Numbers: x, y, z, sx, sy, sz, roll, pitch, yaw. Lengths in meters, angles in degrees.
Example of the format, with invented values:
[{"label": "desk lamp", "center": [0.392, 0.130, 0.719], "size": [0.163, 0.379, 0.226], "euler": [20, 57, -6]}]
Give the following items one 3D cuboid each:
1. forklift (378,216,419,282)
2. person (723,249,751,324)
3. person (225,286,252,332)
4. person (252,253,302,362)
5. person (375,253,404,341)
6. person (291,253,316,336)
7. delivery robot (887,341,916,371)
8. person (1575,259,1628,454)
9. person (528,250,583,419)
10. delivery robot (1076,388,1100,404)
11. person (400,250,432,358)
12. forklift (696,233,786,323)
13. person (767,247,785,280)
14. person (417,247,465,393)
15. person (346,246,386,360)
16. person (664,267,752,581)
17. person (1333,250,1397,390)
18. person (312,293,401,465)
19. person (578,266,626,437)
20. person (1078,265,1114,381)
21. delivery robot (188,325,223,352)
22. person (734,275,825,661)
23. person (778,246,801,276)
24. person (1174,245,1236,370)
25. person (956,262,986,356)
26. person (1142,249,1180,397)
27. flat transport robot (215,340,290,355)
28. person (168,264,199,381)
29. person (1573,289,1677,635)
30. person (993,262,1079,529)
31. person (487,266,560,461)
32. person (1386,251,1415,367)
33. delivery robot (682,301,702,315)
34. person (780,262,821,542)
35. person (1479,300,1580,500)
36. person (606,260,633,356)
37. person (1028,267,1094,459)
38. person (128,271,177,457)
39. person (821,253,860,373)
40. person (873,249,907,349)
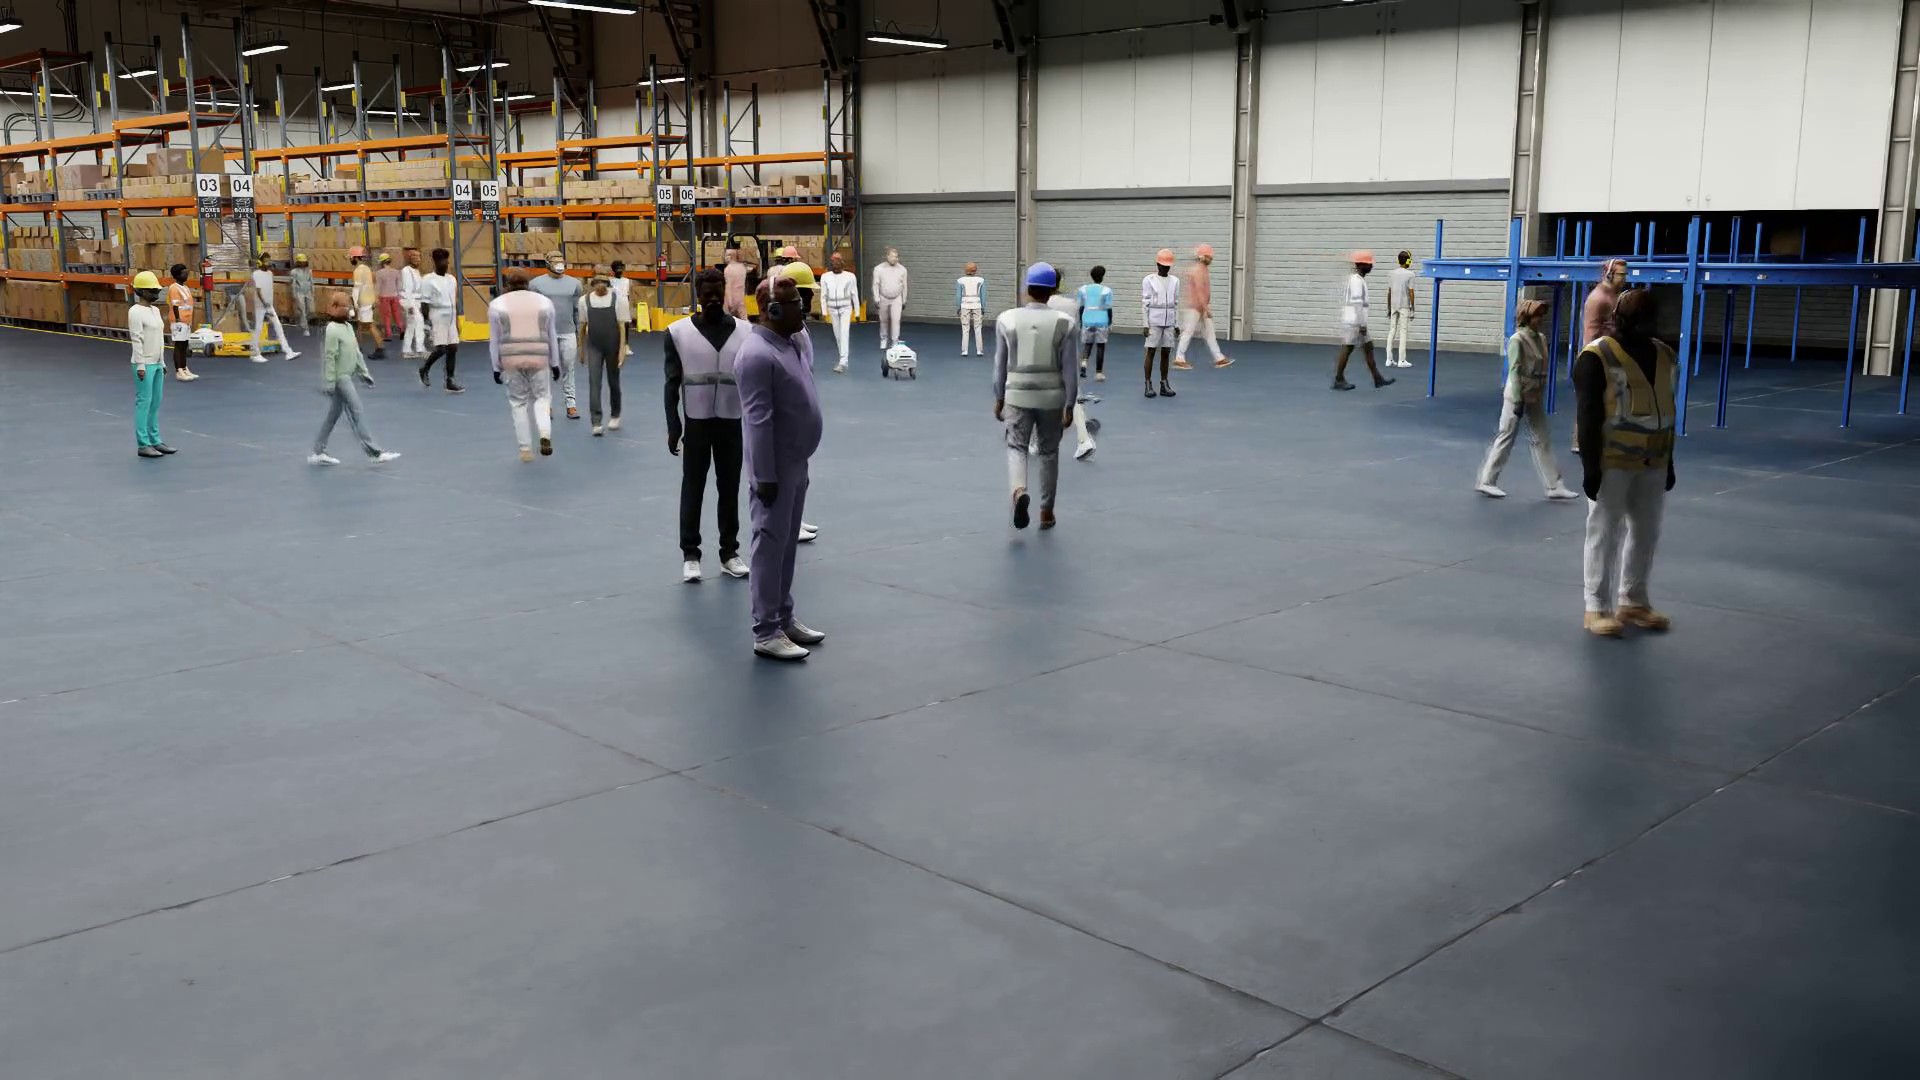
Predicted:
[{"label": "forklift", "center": [-17.868, -9.201, 54.028], "size": [1.873, 2.768, 1.129], "euler": [-10, 14, -44]}, {"label": "person", "center": [-4.131, -4.437, 30.709], "size": [0.951, 1.867, 0.640], "euler": [6, 12, 31]}, {"label": "person", "center": [-15.872, -5.368, 36.486], "size": [0.495, 1.625, 0.509], "euler": [9, 14, 40]}, {"label": "person", "center": [-11.487, -3.862, 27.698], "size": [0.982, 1.813, 0.513], "euler": [4, 11, 21]}, {"label": "person", "center": [-11.444, -4.861, 33.286], "size": [0.427, 1.755, 0.548], "euler": [9, 13, 39]}, {"label": "person", "center": [-13.872, -5.184, 35.149], "size": [0.406, 1.730, 0.504], "euler": [10, 14, 42]}, {"label": "delivery robot", "center": [-0.879, -2.735, 24.855], "size": [0.477, 0.478, 0.707], "euler": [-2, 11, -12]}, {"label": "person", "center": [6.275, -1.713, 15.808], "size": [0.810, 1.884, 0.654], "euler": [7, 12, 33]}, {"label": "person", "center": [-4.657, -2.375, 19.258], "size": [0.631, 1.940, 0.372], "euler": [-5, 11, -24]}, {"label": "delivery robot", "center": [1.152, -1.602, 17.967], "size": [0.698, 0.223, 0.335], "euler": [3, 11, 14]}, {"label": "person", "center": [-9.369, -4.048, 28.624], "size": [0.698, 1.856, 0.633], "euler": [0, 10, 1]}, {"label": "forklift", "center": [-5.496, -6.489, 41.108], "size": [2.313, 2.155, 1.214], "euler": [-10, 14, -44]}, {"label": "person", "center": [-3.172, -4.207, 29.340], "size": [0.593, 1.907, 0.730], "euler": [8, 13, 38]}, {"label": "person", "center": [-7.011, -2.959, 22.417], "size": [0.553, 1.952, 0.609], "euler": [5, 11, 24]}, {"label": "person", "center": [-10.260, -4.040, 28.399], "size": [0.870, 1.908, 0.587], "euler": [0, 10, -2]}, {"label": "person", "center": [-1.536, -0.720, 10.290], "size": [0.597, 1.916, 0.370], "euler": [-5, 12, -27]}, {"label": "person", "center": [5.578, -3.002, 22.784], "size": [0.904, 1.895, 0.562], "euler": [4, 11, 21]}, {"label": "person", "center": [-5.629, -1.475, 15.308], "size": [0.859, 1.586, 0.501], "euler": [-1, 10, -5]}, {"label": "person", "center": [-3.841, -2.055, 17.935], "size": [0.507, 1.805, 0.937], "euler": [-1, 10, -7]}, {"label": "person", "center": [1.968, -3.146, 24.154], "size": [0.546, 1.680, 0.413], "euler": [5, 11, 25]}, {"label": "delivery robot", "center": [-13.300, -3.545, 29.275], "size": [0.477, 0.478, 0.707], "euler": [0, 10, 3]}, {"label": "person", "center": [-0.894, -0.374, 8.419], "size": [0.409, 1.913, 0.646], "euler": [2, 11, 9]}, {"label": "person", "center": [-2.682, -3.657, 26.253], "size": [0.362, 1.938, 0.545], "euler": [-5, 12, -26]}, {"label": "person", "center": [3.852, -3.659, 26.225], "size": [0.994, 1.944, 0.625], "euler": [5, 11, 23]}, {"label": "person", "center": [0.191, -4.057, 29.243], "size": [0.515, 1.641, 0.314], "euler": [0, 10, -1]}, {"label": "person", "center": [2.662, -2.855, 21.907], "size": [0.542, 1.927, 0.374], "euler": [-4, 11, -22]}, {"label": "flat transport robot", "center": [-12.672, -3.453, 29.804], "size": [0.652, 0.197, 1.431], "euler": [1, 10, 5]}, {"label": "person", "center": [-11.379, -3.184, 24.325], "size": [0.322, 1.697, 0.530], "euler": [-1, 10, -7]}, {"label": "person", "center": [3.579, -0.412, 8.887], "size": [0.671, 1.831, 0.429], "euler": [-4, 11, -20]}, {"label": "person", "center": [0.541, -1.016, 11.883], "size": [0.621, 1.925, 0.721], "euler": [1, 10, 5]}, {"label": "person", "center": [-4.089, -1.642, 15.577], "size": [0.641, 1.823, 0.467], "euler": [-4, 11, -22]}, {"label": "person", "center": [7.121, -3.734, 26.884], "size": [0.319, 1.866, 0.512], "euler": [-10, 14, -43]}, {"label": "delivery robot", "center": [-6.290, -5.439, 39.601], "size": [0.707, 0.478, 0.477], "euler": [7, 13, 35]}, {"label": "person", "center": [-1.148, -0.968, 11.616], "size": [0.383, 1.924, 0.594], "euler": [0, 10, -1]}, {"label": "person", "center": [4.580, -1.121, 13.358], "size": [0.538, 1.598, 0.785], "euler": [-9, 14, -41]}, {"label": "person", "center": [-6.094, -4.112, 29.451], "size": [0.651, 1.681, 0.538], "euler": [9, 14, 41]}, {"label": "person", "center": [0.933, -1.699, 15.900], "size": [0.538, 1.831, 0.973], "euler": [-7, 13, -34]}, {"label": "person", "center": [-7.779, -1.693, 16.011], "size": [0.327, 1.767, 0.533], "euler": [0, 10, -2]}, {"label": "person", "center": [-1.858, -3.563, 26.004], "size": [0.588, 1.849, 0.846], "euler": [3, 11, 14]}, {"label": "person", "center": [-1.294, -4.459, 30.874], "size": [0.646, 1.861, 0.990], "euler": [-1, 10, -6]}]
